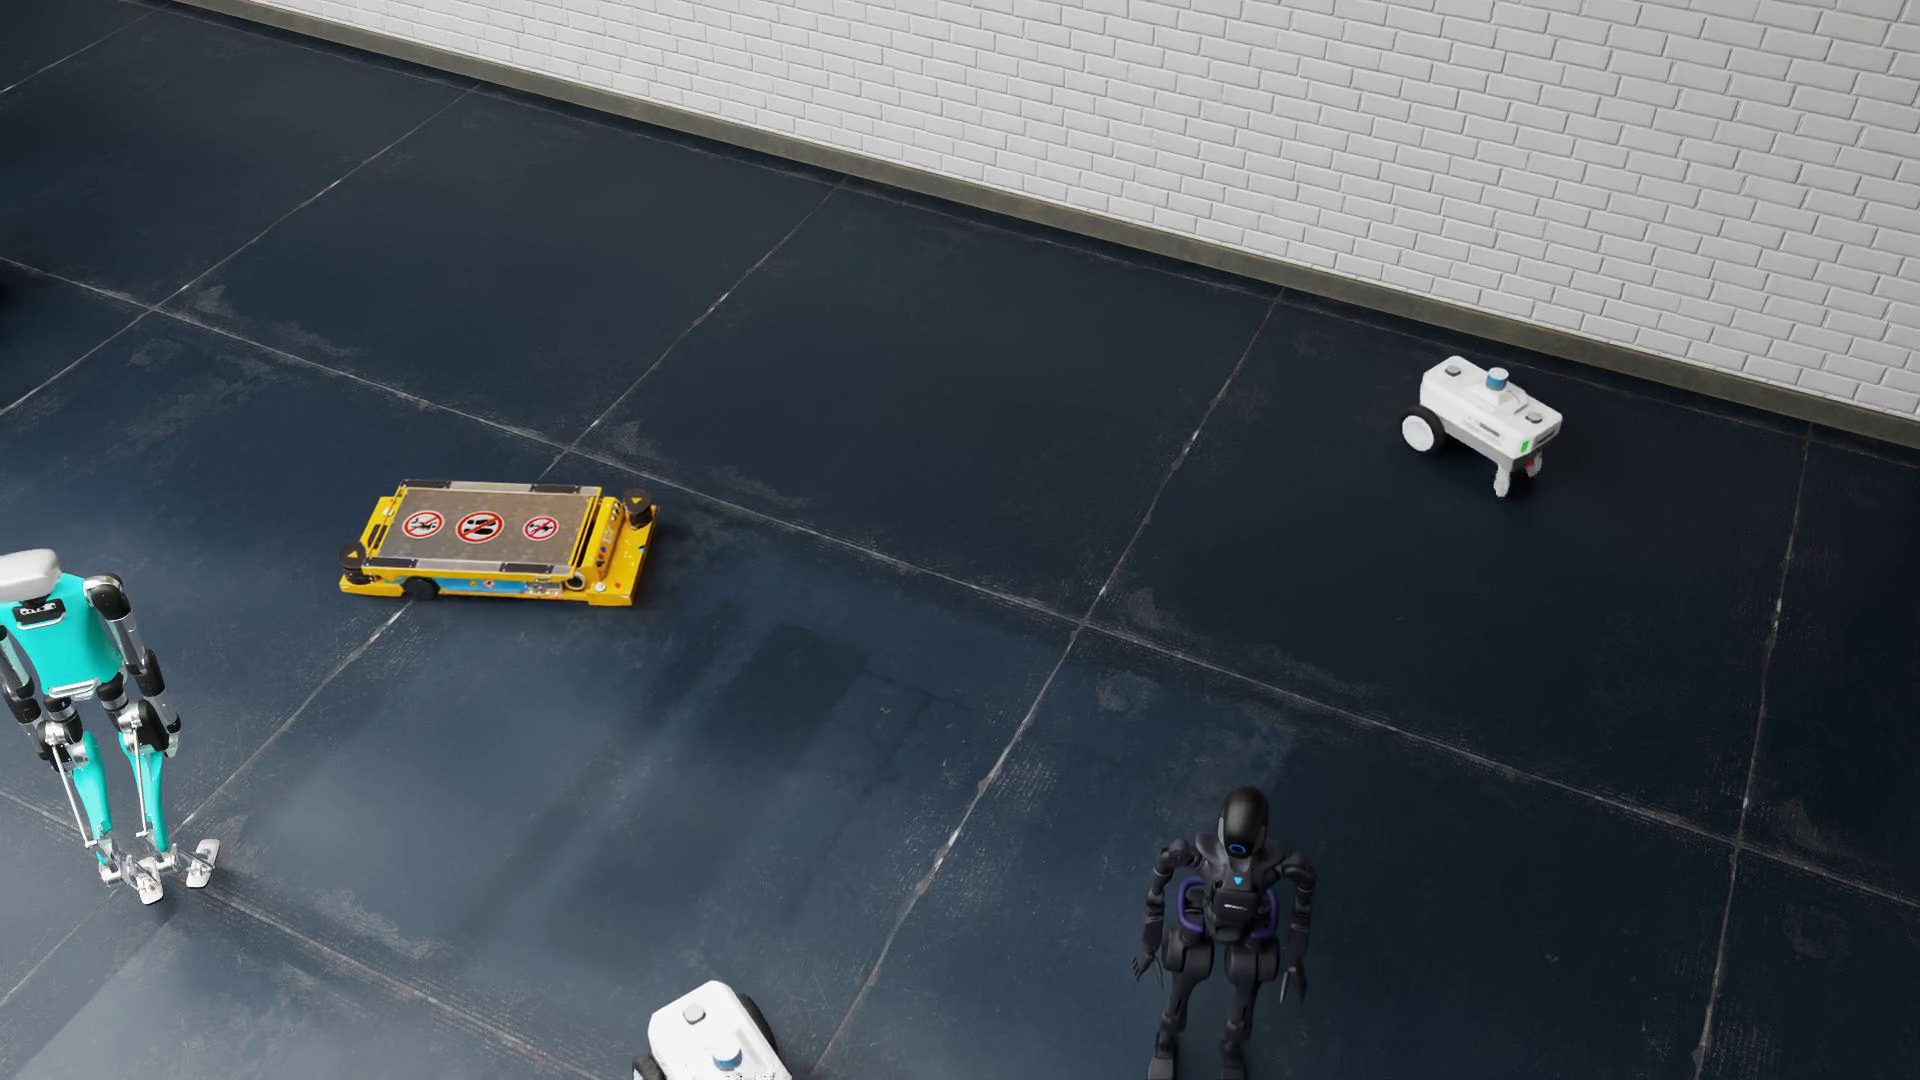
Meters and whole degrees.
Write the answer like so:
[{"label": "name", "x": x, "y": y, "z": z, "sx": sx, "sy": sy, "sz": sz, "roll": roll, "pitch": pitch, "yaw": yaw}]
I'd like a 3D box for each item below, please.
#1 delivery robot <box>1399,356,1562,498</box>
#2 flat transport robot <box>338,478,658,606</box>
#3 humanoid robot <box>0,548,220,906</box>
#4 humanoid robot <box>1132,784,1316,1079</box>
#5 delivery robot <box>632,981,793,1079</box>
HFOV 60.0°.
[{"label": "delivery robot", "x": 2.752, "y": -0.655, "z": 8.737, "sx": 0.499, "sy": 0.576, "sz": 0.747, "roll": -30, "pitch": 50, "yaw": -28}, {"label": "flat transport robot", "x": -2.275, "y": 0.012, "z": 8.243, "sx": 1.431, "sy": 0.231, "sz": 0.659, "roll": 2, "pitch": 43, "yaw": 3}, {"label": "humanoid robot", "x": -3.201, "y": 0.826, "z": 6.190, "sx": 0.533, "sy": 1.672, "sz": 0.735, "roll": -12, "pitch": 44, "yaw": -12}, {"label": "humanoid robot", "x": 0.909, "y": 1.391, "z": 5.715, "sx": 0.612, "sy": 1.653, "sz": 0.308, "roll": 5, "pitch": 43, "yaw": 5}, {"label": "delivery robot", "x": -0.812, "y": 1.953, "z": 5.925, "sx": 0.499, "sy": 0.577, "sz": 0.769, "roll": -25, "pitch": 49, "yaw": -25}]
